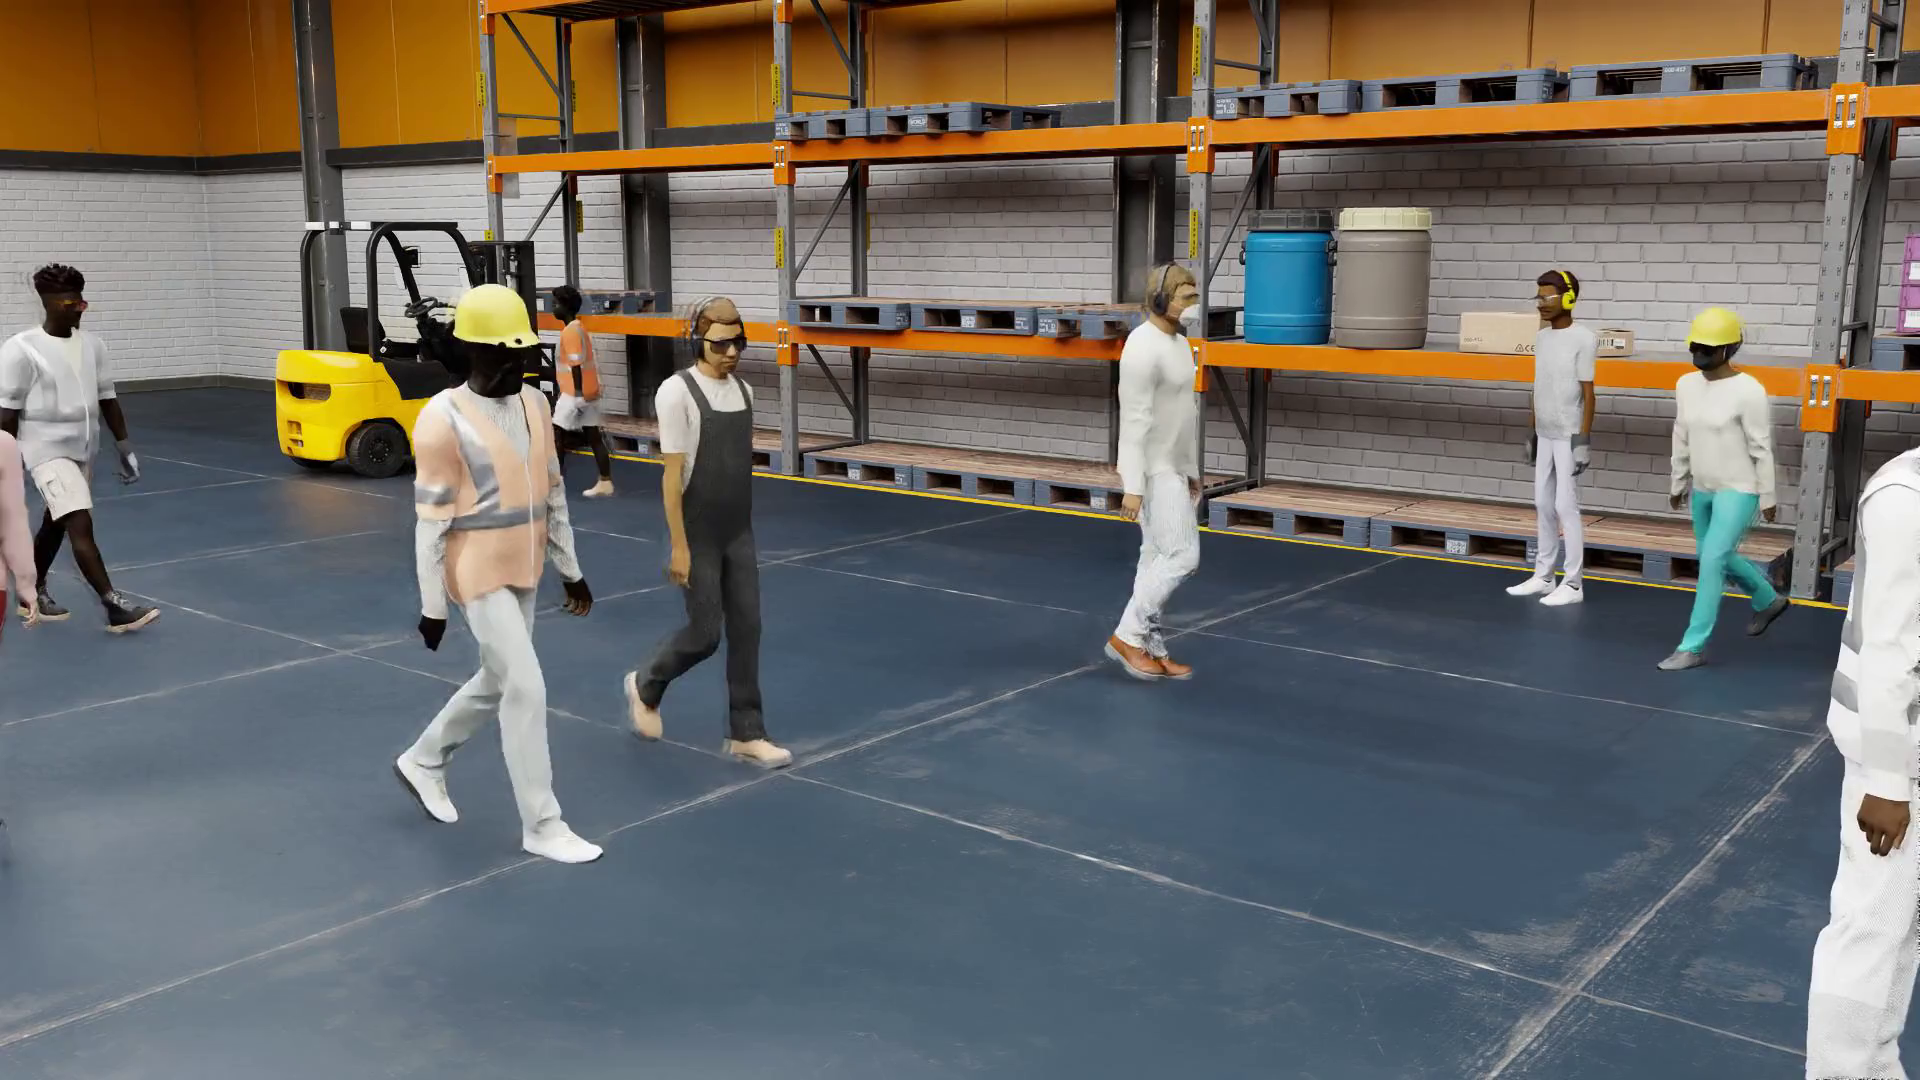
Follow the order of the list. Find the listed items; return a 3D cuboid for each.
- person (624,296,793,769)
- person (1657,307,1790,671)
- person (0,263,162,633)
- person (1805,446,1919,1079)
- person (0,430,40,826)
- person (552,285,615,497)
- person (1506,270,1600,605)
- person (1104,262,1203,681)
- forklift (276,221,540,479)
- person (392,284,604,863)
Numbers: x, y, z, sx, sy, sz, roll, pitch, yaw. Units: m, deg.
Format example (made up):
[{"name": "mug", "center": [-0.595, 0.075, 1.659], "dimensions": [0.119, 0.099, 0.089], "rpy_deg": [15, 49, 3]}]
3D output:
[{"name": "person", "center": [-0.988, -0.021, 6.371], "dimensions": [0.638, 1.824, 0.527], "rpy_deg": [7, 13, 35]}, {"name": "person", "center": [3.702, -0.252, 7.908], "dimensions": [0.829, 1.724, 0.545], "rpy_deg": [-3, 11, -18]}, {"name": "person", "center": [-4.634, -0.474, 8.653], "dimensions": [1.045, 1.903, 0.611], "rpy_deg": [3, 11, 15]}, {"name": "person", "center": [2.058, 0.453, 3.555], "dimensions": [0.576, 1.883, 0.354], "rpy_deg": [-10, 14, -43]}, {"name": "person", "center": [-3.409, 0.168, 5.615], "dimensions": [0.541, 1.729, 0.880], "rpy_deg": [-9, 14, -42]}, {"name": "person", "center": [-3.088, -1.139, 12.982], "dimensions": [0.771, 1.669, 0.540], "rpy_deg": [0, 10, -1]}, {"name": "person", "center": [3.336, -0.567, 9.286], "dimensions": [0.327, 1.860, 0.538], "rpy_deg": [-3, 11, -17]}, {"name": "person", "center": [0.934, -0.290, 7.580], "dimensions": [0.434, 1.925, 0.629], "rpy_deg": [4, 11, 20]}, {"name": "forklift", "center": [-4.922, -1.741, 14.854], "dimensions": [1.214, 2.155, 2.313], "rpy_deg": [8, 13, 38]}, {"name": "person", "center": [-1.596, 0.101, 5.497], "dimensions": [0.868, 1.894, 0.589], "rpy_deg": [3, 11, 18]}]
